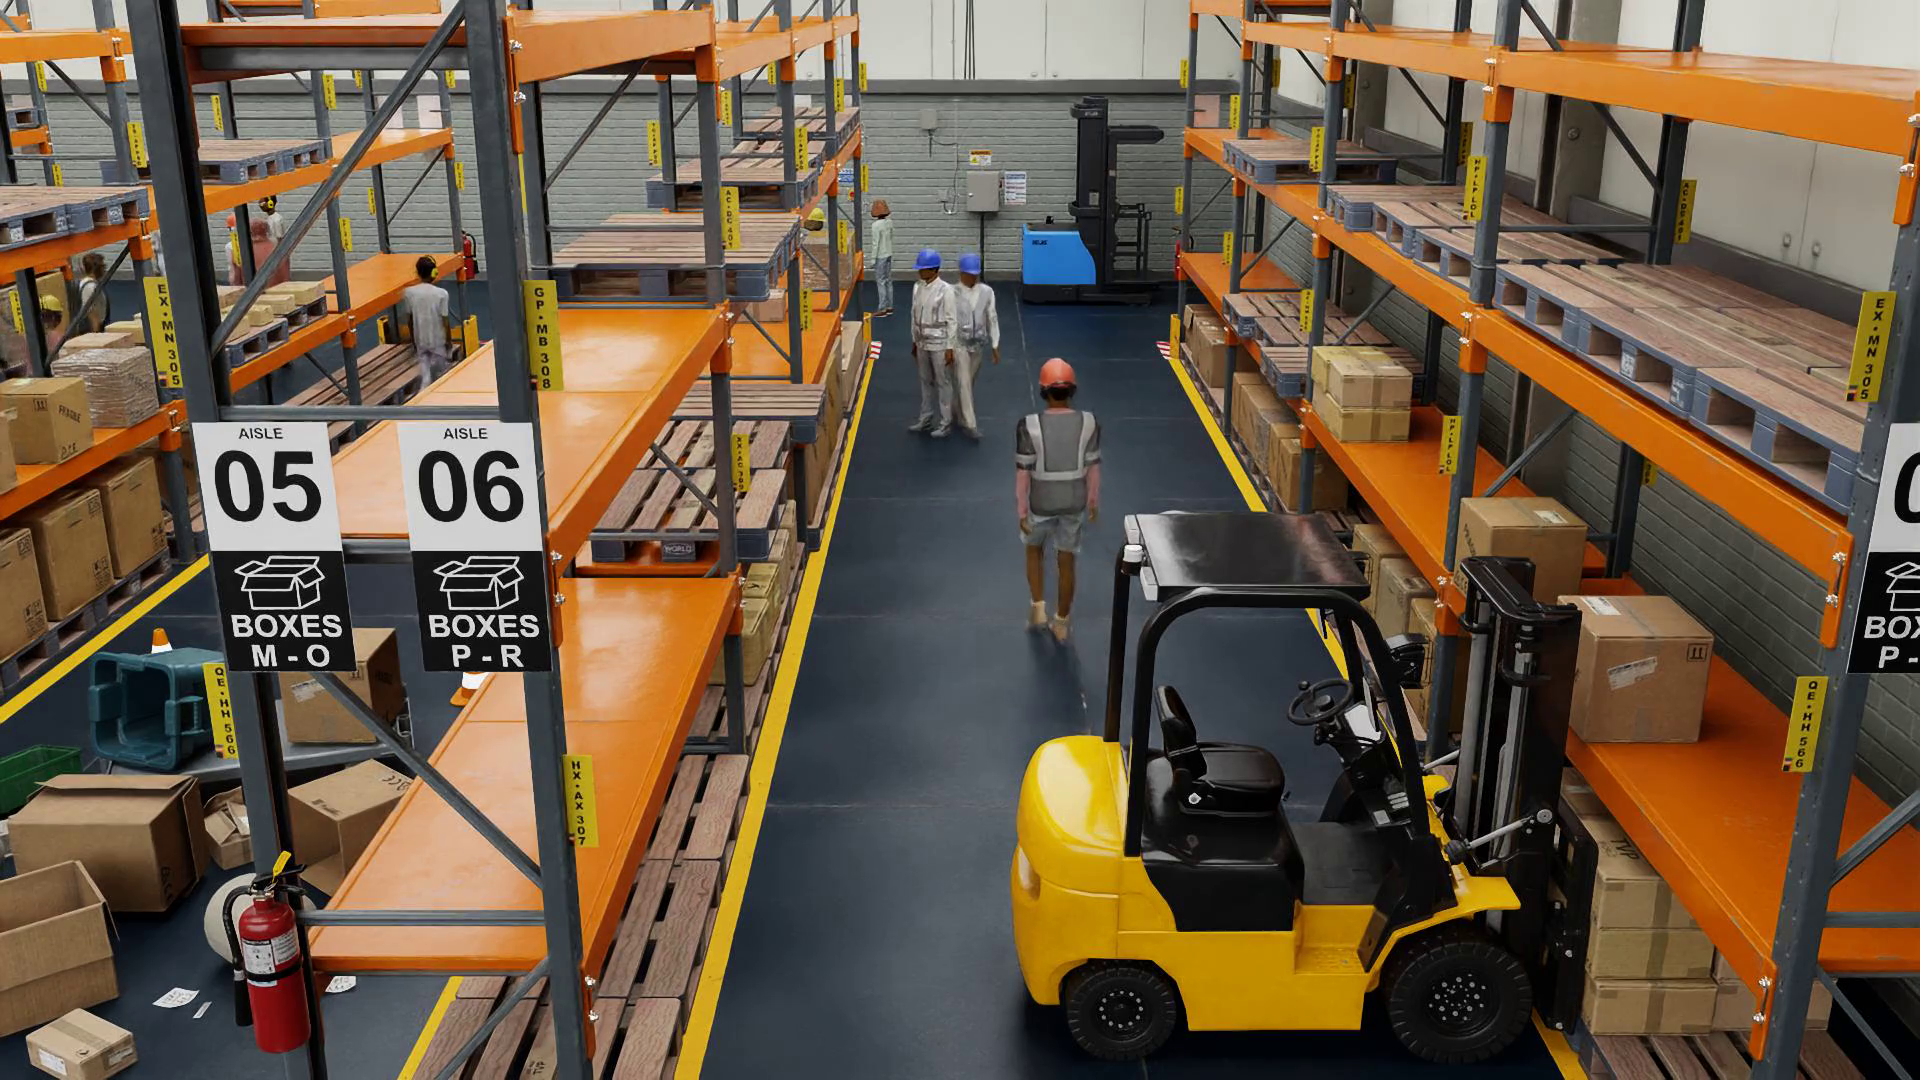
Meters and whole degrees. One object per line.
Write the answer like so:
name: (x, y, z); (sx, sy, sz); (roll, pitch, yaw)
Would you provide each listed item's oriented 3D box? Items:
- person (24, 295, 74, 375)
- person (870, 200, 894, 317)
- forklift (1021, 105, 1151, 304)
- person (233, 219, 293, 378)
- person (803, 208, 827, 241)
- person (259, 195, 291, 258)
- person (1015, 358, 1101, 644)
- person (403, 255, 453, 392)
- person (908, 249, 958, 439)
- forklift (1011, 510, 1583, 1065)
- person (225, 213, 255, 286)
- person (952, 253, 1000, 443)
person: (-8.362, -1.419, 15.563); (0.561, 1.734, 0.668); (4, 19, 13)
person: (-1.112, -3.972, 23.455); (0.279, 1.633, 0.500); (9, 20, 24)
forklift: (1.857, -4.944, 24.441); (1.873, 2.768, 1.129); (0, 18, 0)
person: (-8.276, -2.885, 19.844); (0.664, 1.845, 1.026); (-5, 19, -15)
person: (-1.887, -3.478, 21.813); (0.320, 1.731, 0.490); (-1, 18, -4)
person: (-9.256, -3.804, 22.606); (0.339, 1.859, 0.502); (-12, 22, -31)
person: (0.680, -0.268, 11.655); (0.617, 2.025, 0.509); (-2, 18, -6)
person: (-5.472, -2.045, 17.325); (0.515, 1.838, 0.877); (1, 18, 2)
person: (-0.283, -2.013, 17.042); (0.402, 1.943, 0.608); (-16, 24, -41)
forklift: (1.387, 1.055, 7.378); (2.313, 2.155, 1.214); (0, 18, 0)
person: (-9.088, -3.266, 21.134); (0.337, 1.748, 0.574); (6, 19, 19)
person: (0.082, -2.014, 17.132); (0.605, 1.904, 1.012); (-8, 20, -22)
